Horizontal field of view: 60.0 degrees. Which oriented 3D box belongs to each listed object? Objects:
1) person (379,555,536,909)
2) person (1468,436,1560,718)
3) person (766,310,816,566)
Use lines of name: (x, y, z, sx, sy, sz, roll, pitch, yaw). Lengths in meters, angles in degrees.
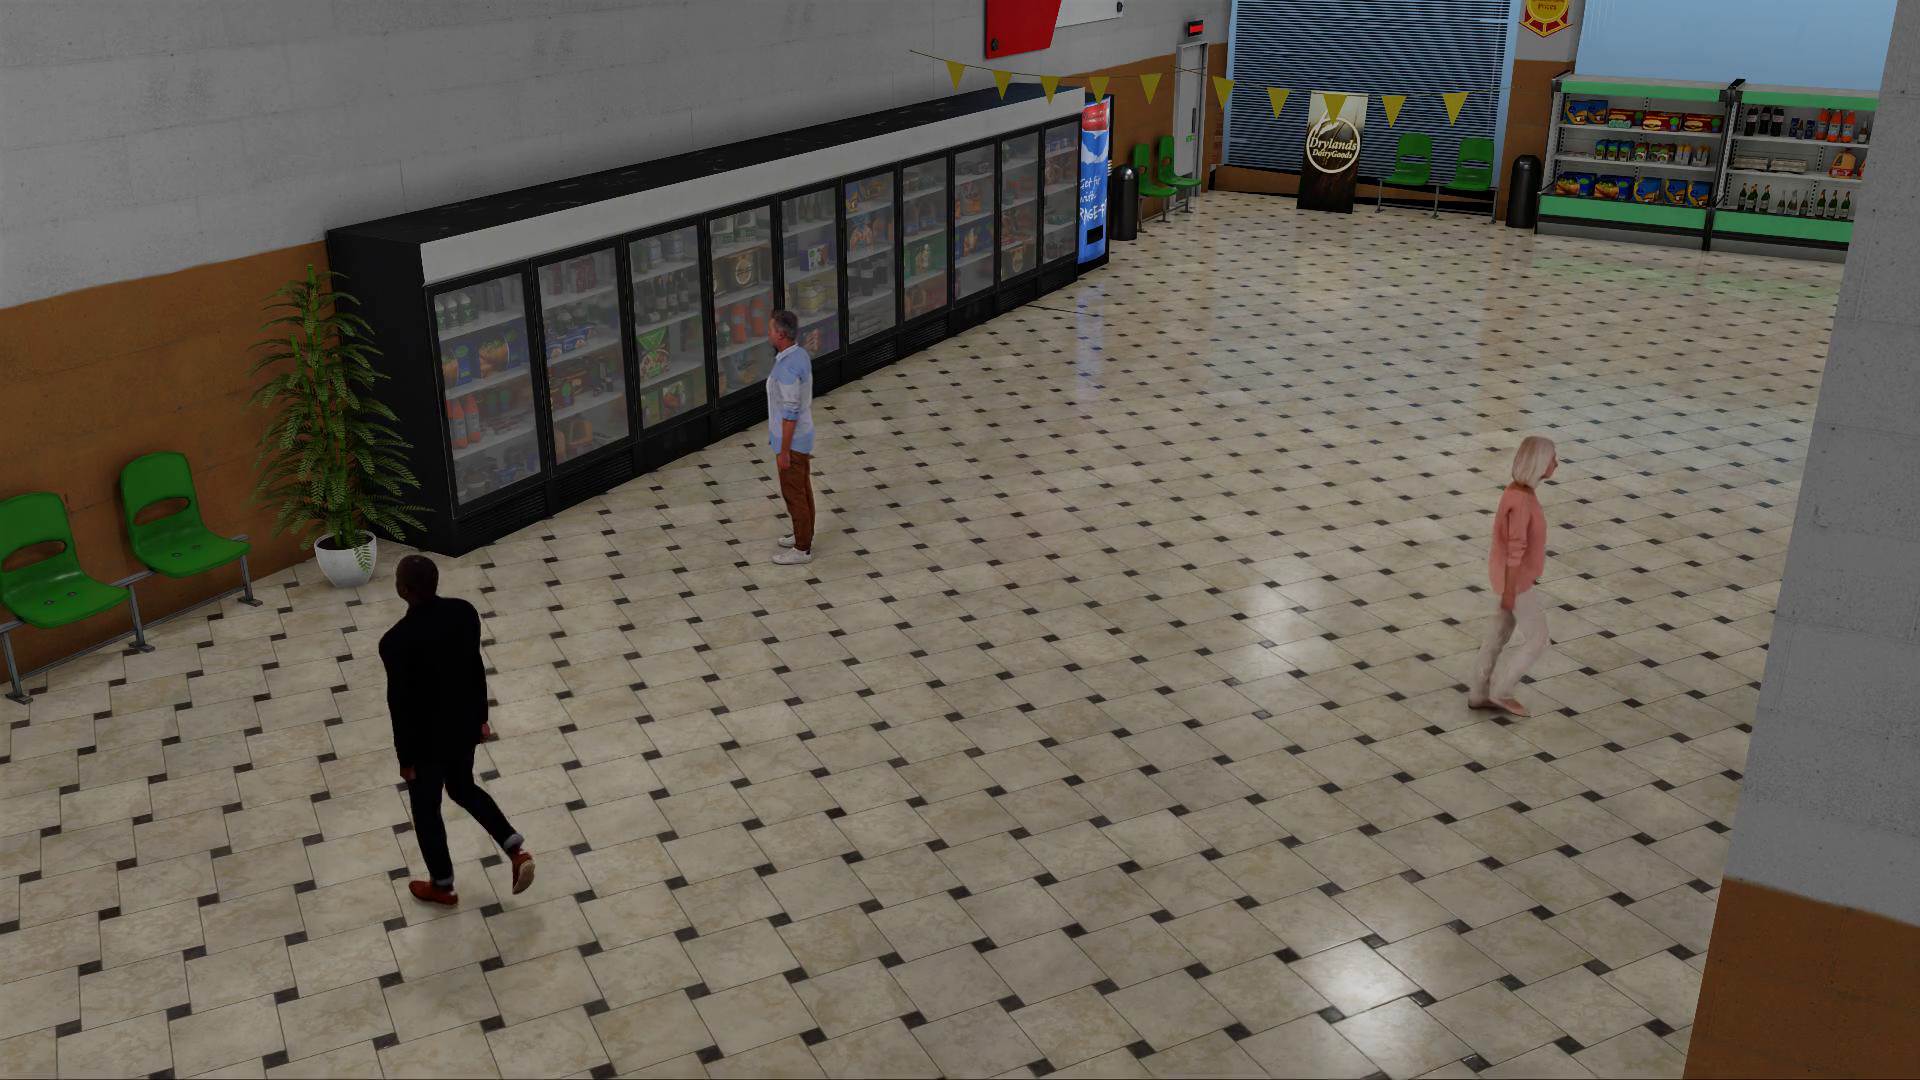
person: (-2.340, 0.932, 7.677, 0.921, 1.803, 0.686, 12, 25, 26)
person: (3.096, 0.221, 9.569, 0.708, 1.711, 0.689, 5, 22, 13)
person: (-1.189, -0.735, 11.797, 0.742, 1.826, 0.769, 1, 22, 2)
